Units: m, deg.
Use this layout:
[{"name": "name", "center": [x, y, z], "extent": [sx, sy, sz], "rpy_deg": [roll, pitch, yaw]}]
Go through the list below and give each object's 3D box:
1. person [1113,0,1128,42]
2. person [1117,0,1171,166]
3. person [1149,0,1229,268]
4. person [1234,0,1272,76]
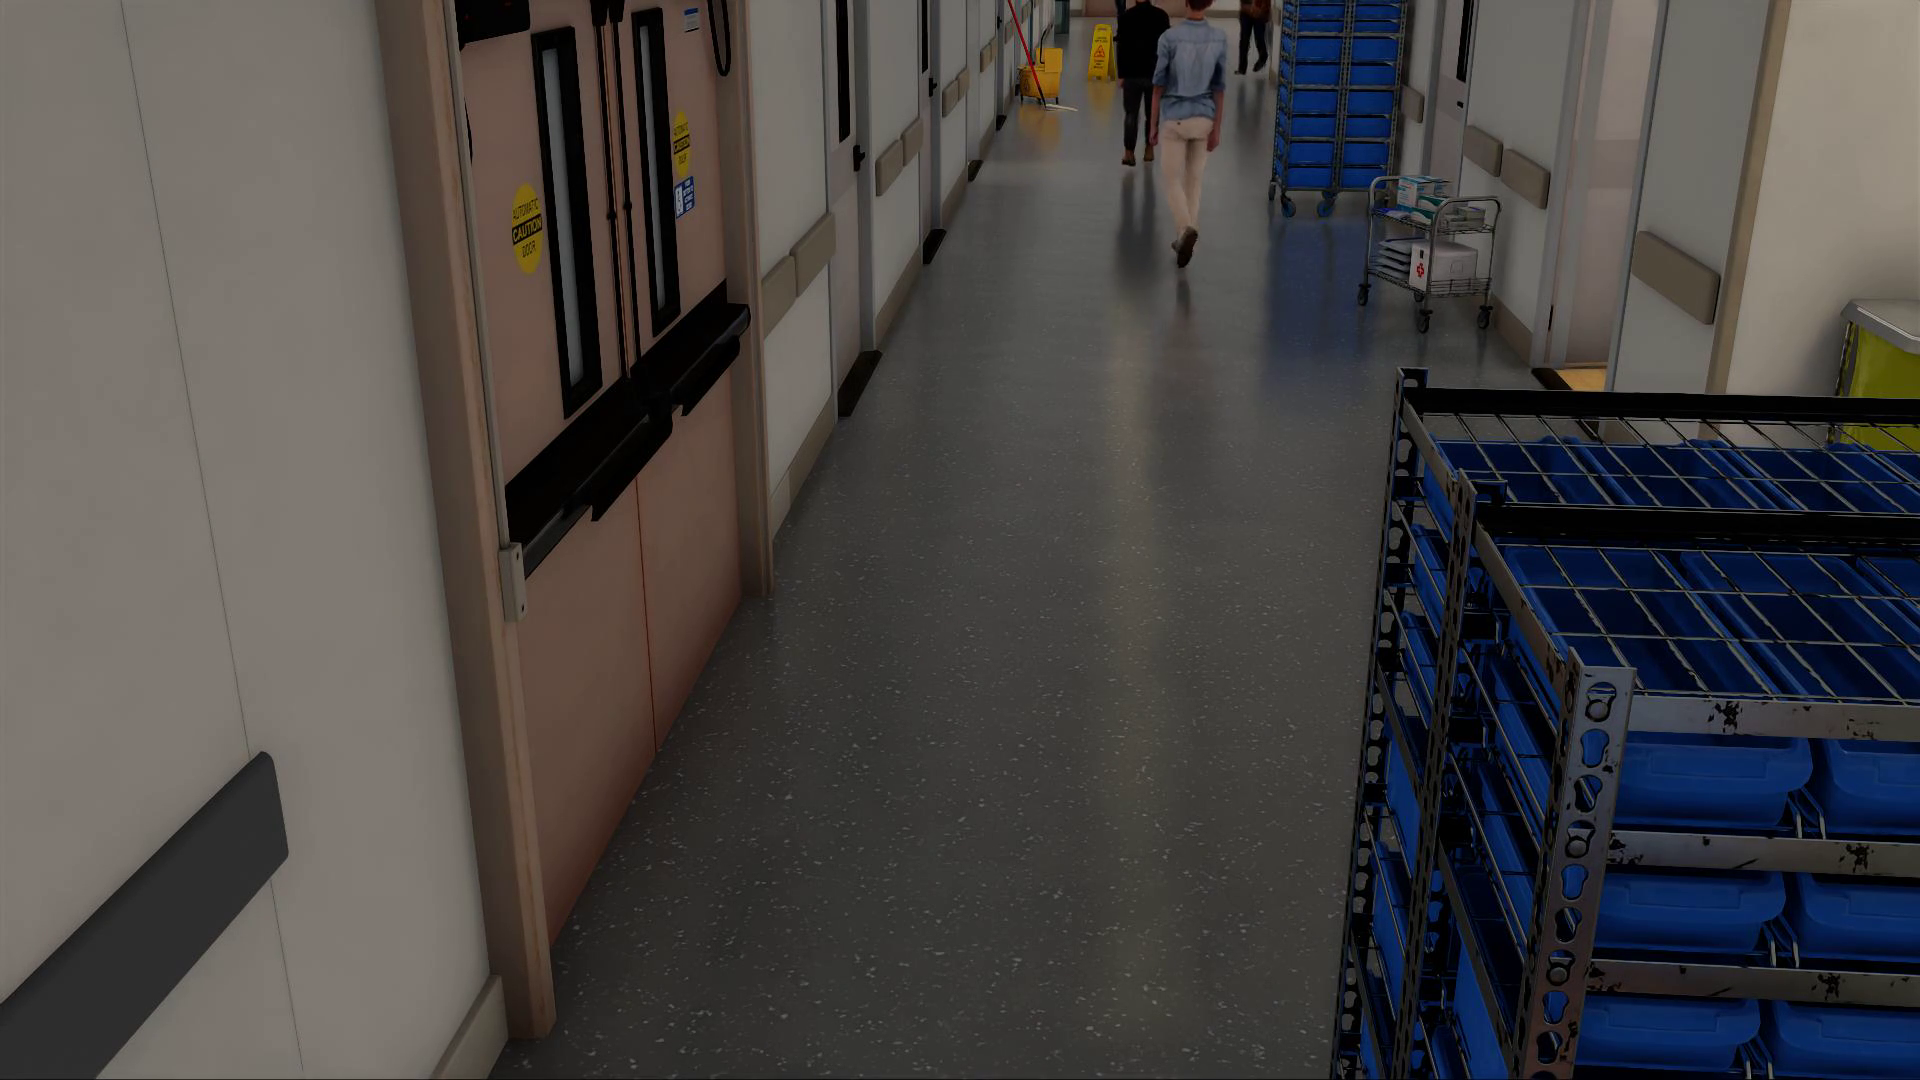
[{"name": "person", "center": [2.937, -10.075, 30.253], "extent": [0.818, 1.903, 0.604], "rpy_deg": [7, 22, 18]}, {"name": "person", "center": [1.713, -4.317, 15.355], "extent": [0.761, 1.688, 1.106], "rpy_deg": [5, 21, 13]}, {"name": "person", "center": [1.511, -2.704, 10.913], "extent": [0.804, 1.817, 1.189], "rpy_deg": [-2, 21, -6]}, {"name": "person", "center": [4.215, -7.502, 23.598], "extent": [1.018, 1.765, 1.278], "rpy_deg": [12, 24, 29]}]
